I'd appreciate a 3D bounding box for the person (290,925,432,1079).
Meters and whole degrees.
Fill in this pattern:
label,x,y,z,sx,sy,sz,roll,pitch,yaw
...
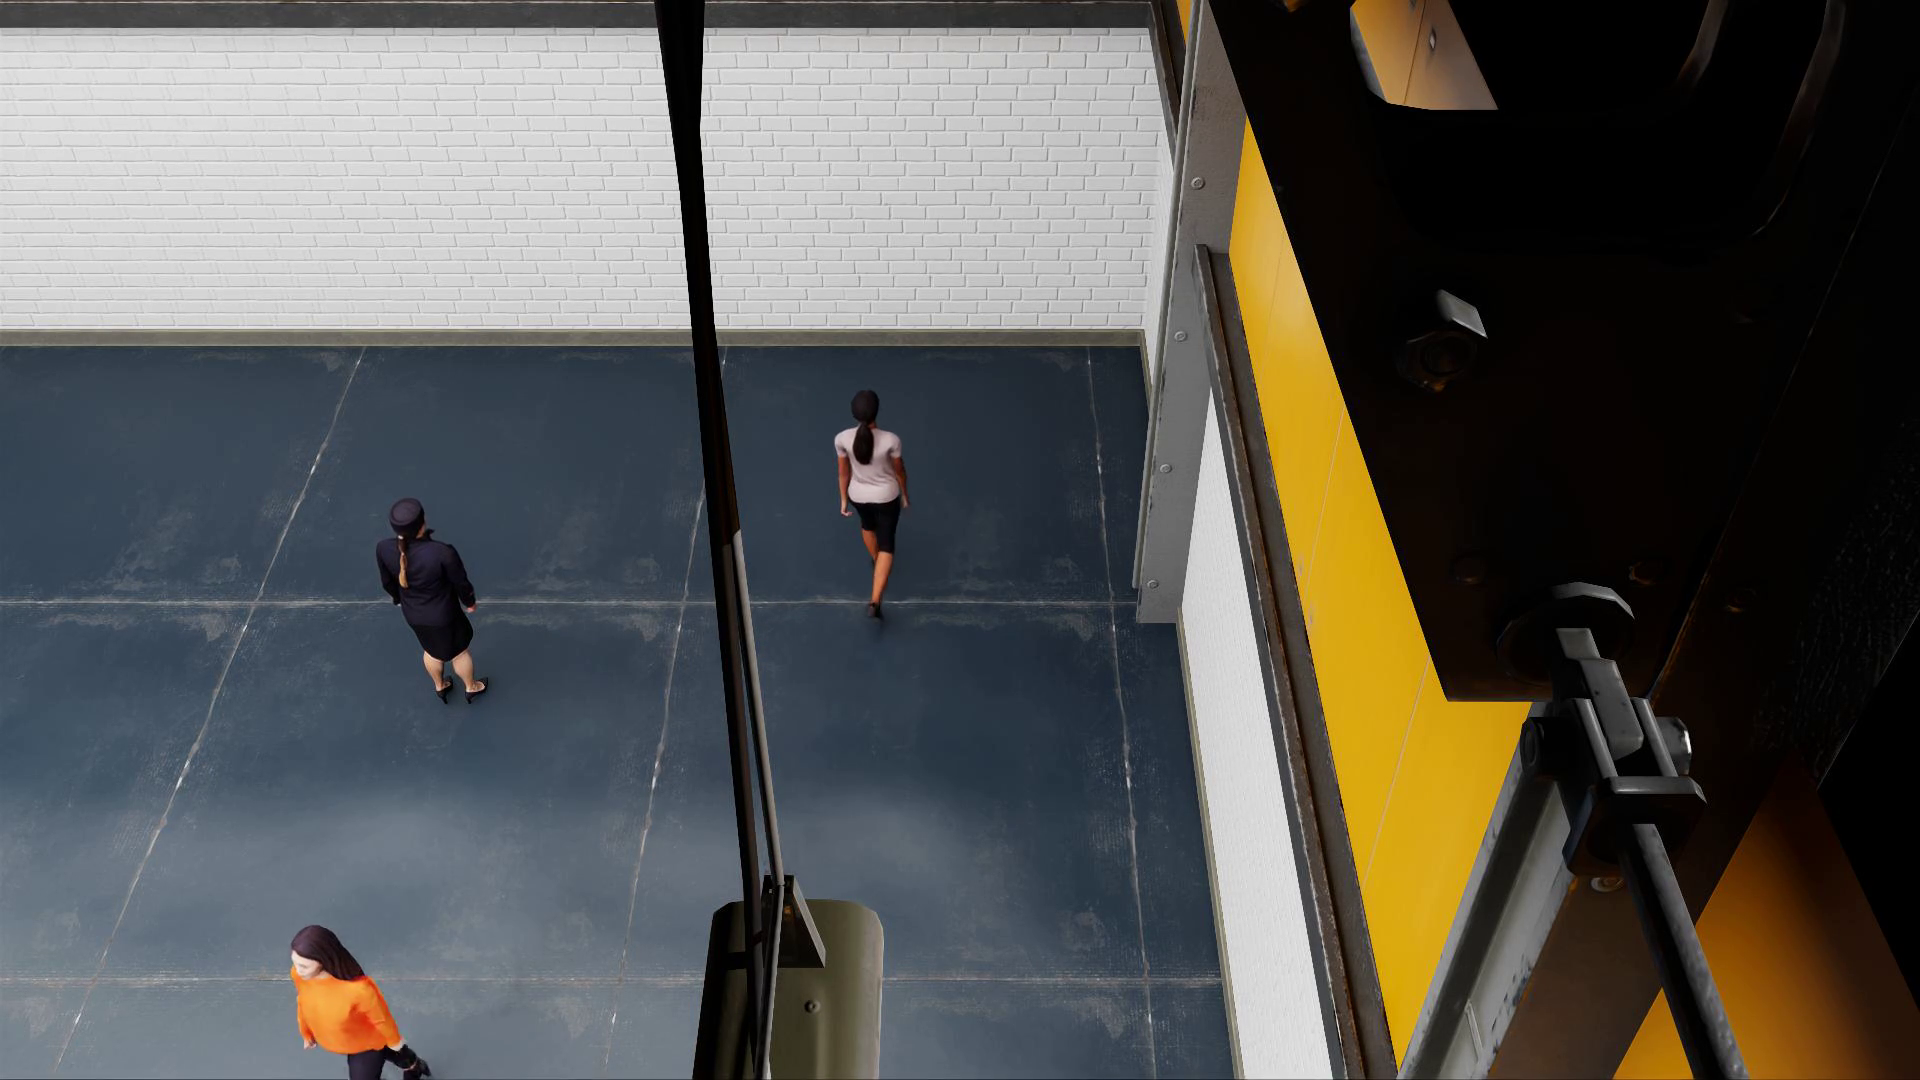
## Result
label,x,y,z,sx,sy,sz,roll,pitch,yaw
person,-2.964,2.404,8.346,0.936,1.715,1.141,19,47,19

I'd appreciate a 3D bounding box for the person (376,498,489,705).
label,x,y,z,sx,sy,sz,roll,pitch,yaw
person,-3.321,0.416,10.465,0.712,1.671,0.634,3,44,3

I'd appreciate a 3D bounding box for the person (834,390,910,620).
label,x,y,z,sx,sy,sz,roll,pitch,yaw
person,-0.580,-0.224,11.102,0.743,1.720,1.152,6,44,7
